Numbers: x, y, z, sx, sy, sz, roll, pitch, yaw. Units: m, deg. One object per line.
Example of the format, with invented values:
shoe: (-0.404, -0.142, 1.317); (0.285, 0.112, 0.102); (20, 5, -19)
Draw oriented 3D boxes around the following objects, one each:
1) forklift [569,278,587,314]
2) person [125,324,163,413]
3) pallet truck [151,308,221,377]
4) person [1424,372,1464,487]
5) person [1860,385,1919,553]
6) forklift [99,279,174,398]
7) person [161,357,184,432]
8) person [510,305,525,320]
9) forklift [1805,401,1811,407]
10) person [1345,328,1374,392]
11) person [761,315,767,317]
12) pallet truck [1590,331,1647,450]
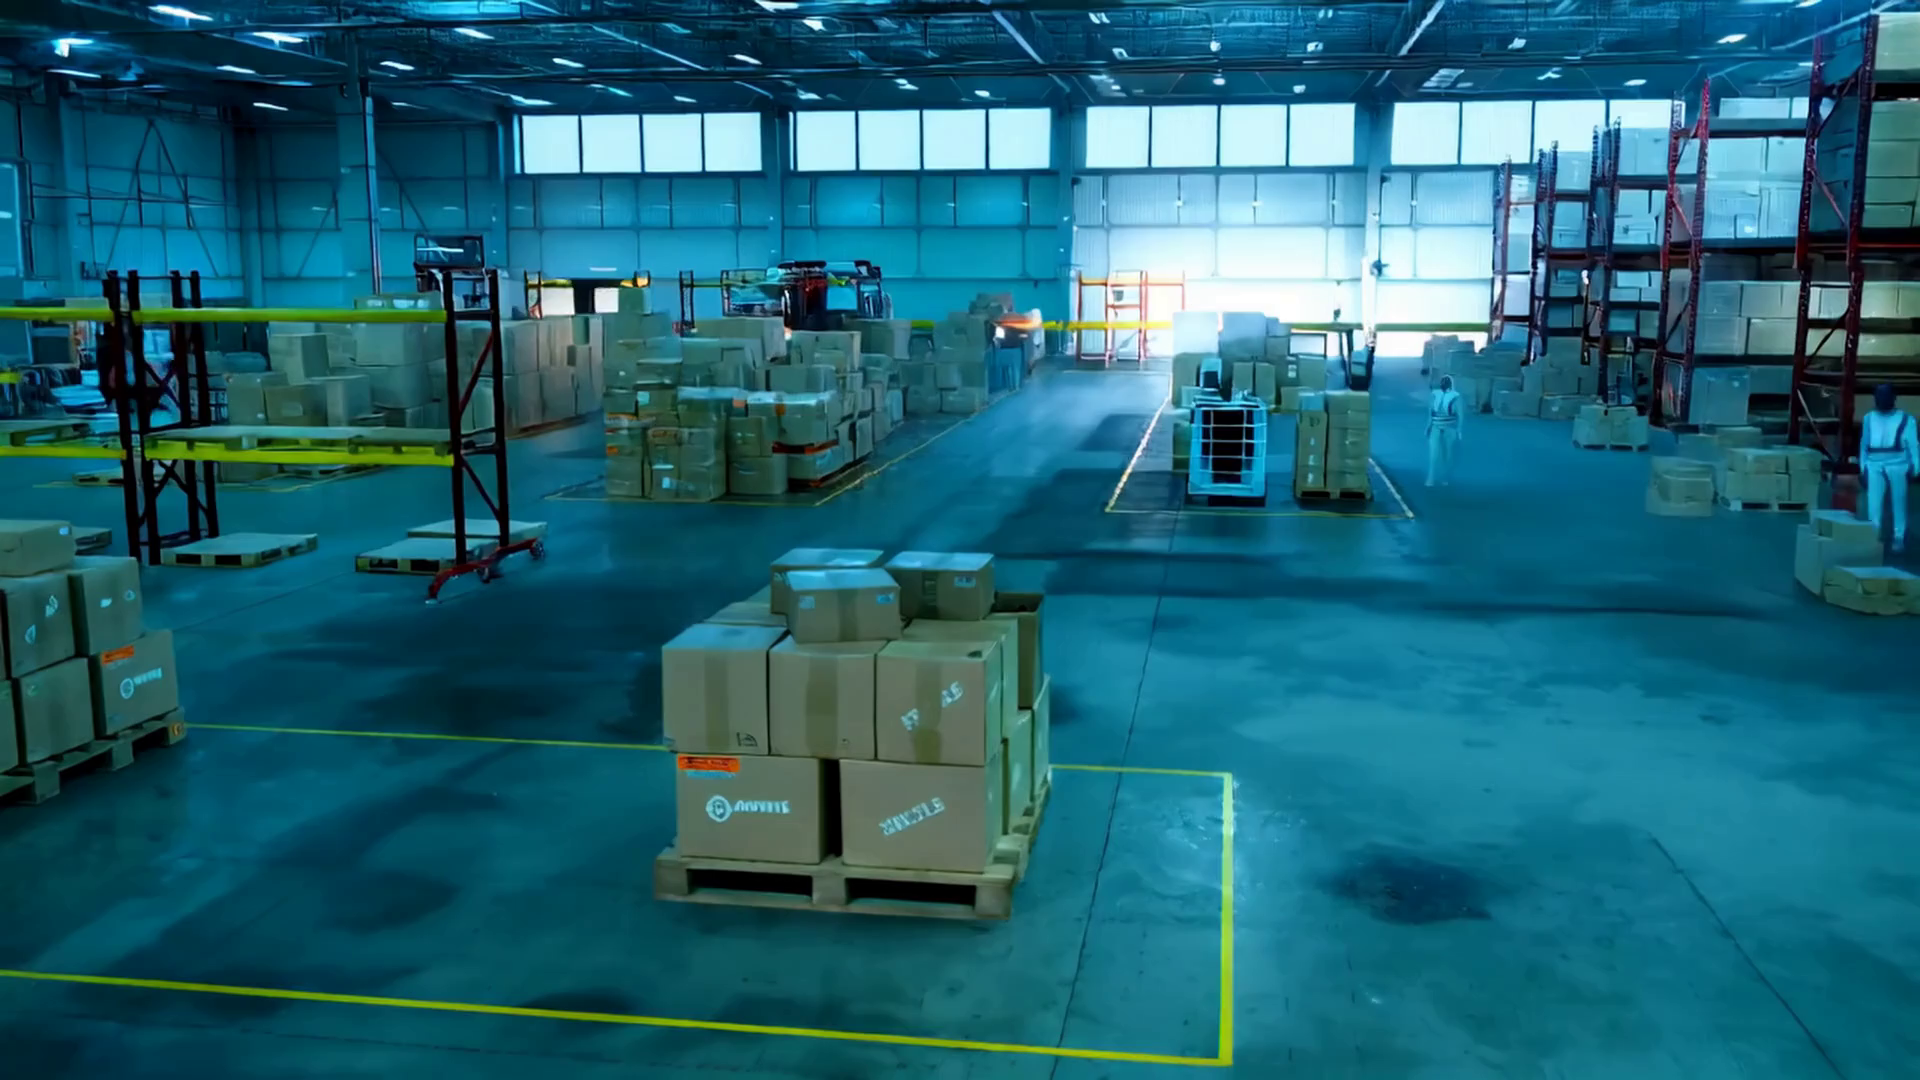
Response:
forklift: (-10.367, -5.754, 45.399); (1.873, 2.768, 1.129); (-2, 9, -10)
person: (-17.551, -3.665, 35.596); (0.933, 1.875, 0.563); (-3, 10, -16)
pallet truck: (-21.869, -5.598, 47.154); (0.823, 1.965, 1.885); (4, 10, 26)
person: (6.714, -1.517, 23.131); (0.546, 1.609, 0.699); (6, 11, 33)
person: (9.899, -0.732, 17.687); (1.010, 1.828, 0.692); (-7, 12, -38)
forklift: (-19.606, -4.720, 39.027); (1.873, 2.768, 1.129); (1, 9, 9)
person: (-12.863, -2.209, 27.420); (0.602, 1.617, 0.542); (2, 9, 10)
person: (-14.605, -6.887, 55.397); (0.647, 1.907, 0.688); (5, 11, 29)
forklift: (18.902, -4.441, 37.301); (1.129, 2.768, 1.873); (-2, 9, -12)
person: (7.820, -3.190, 32.583); (0.386, 1.910, 0.595); (-8, 12, -41)
person: (-5.091, -4.852, 42.889); (0.639, 1.882, 1.026); (-8, 12, -39)
pallet truck: (11.253, -2.573, 28.499); (0.823, 1.965, 1.885); (5, 10, 27)
